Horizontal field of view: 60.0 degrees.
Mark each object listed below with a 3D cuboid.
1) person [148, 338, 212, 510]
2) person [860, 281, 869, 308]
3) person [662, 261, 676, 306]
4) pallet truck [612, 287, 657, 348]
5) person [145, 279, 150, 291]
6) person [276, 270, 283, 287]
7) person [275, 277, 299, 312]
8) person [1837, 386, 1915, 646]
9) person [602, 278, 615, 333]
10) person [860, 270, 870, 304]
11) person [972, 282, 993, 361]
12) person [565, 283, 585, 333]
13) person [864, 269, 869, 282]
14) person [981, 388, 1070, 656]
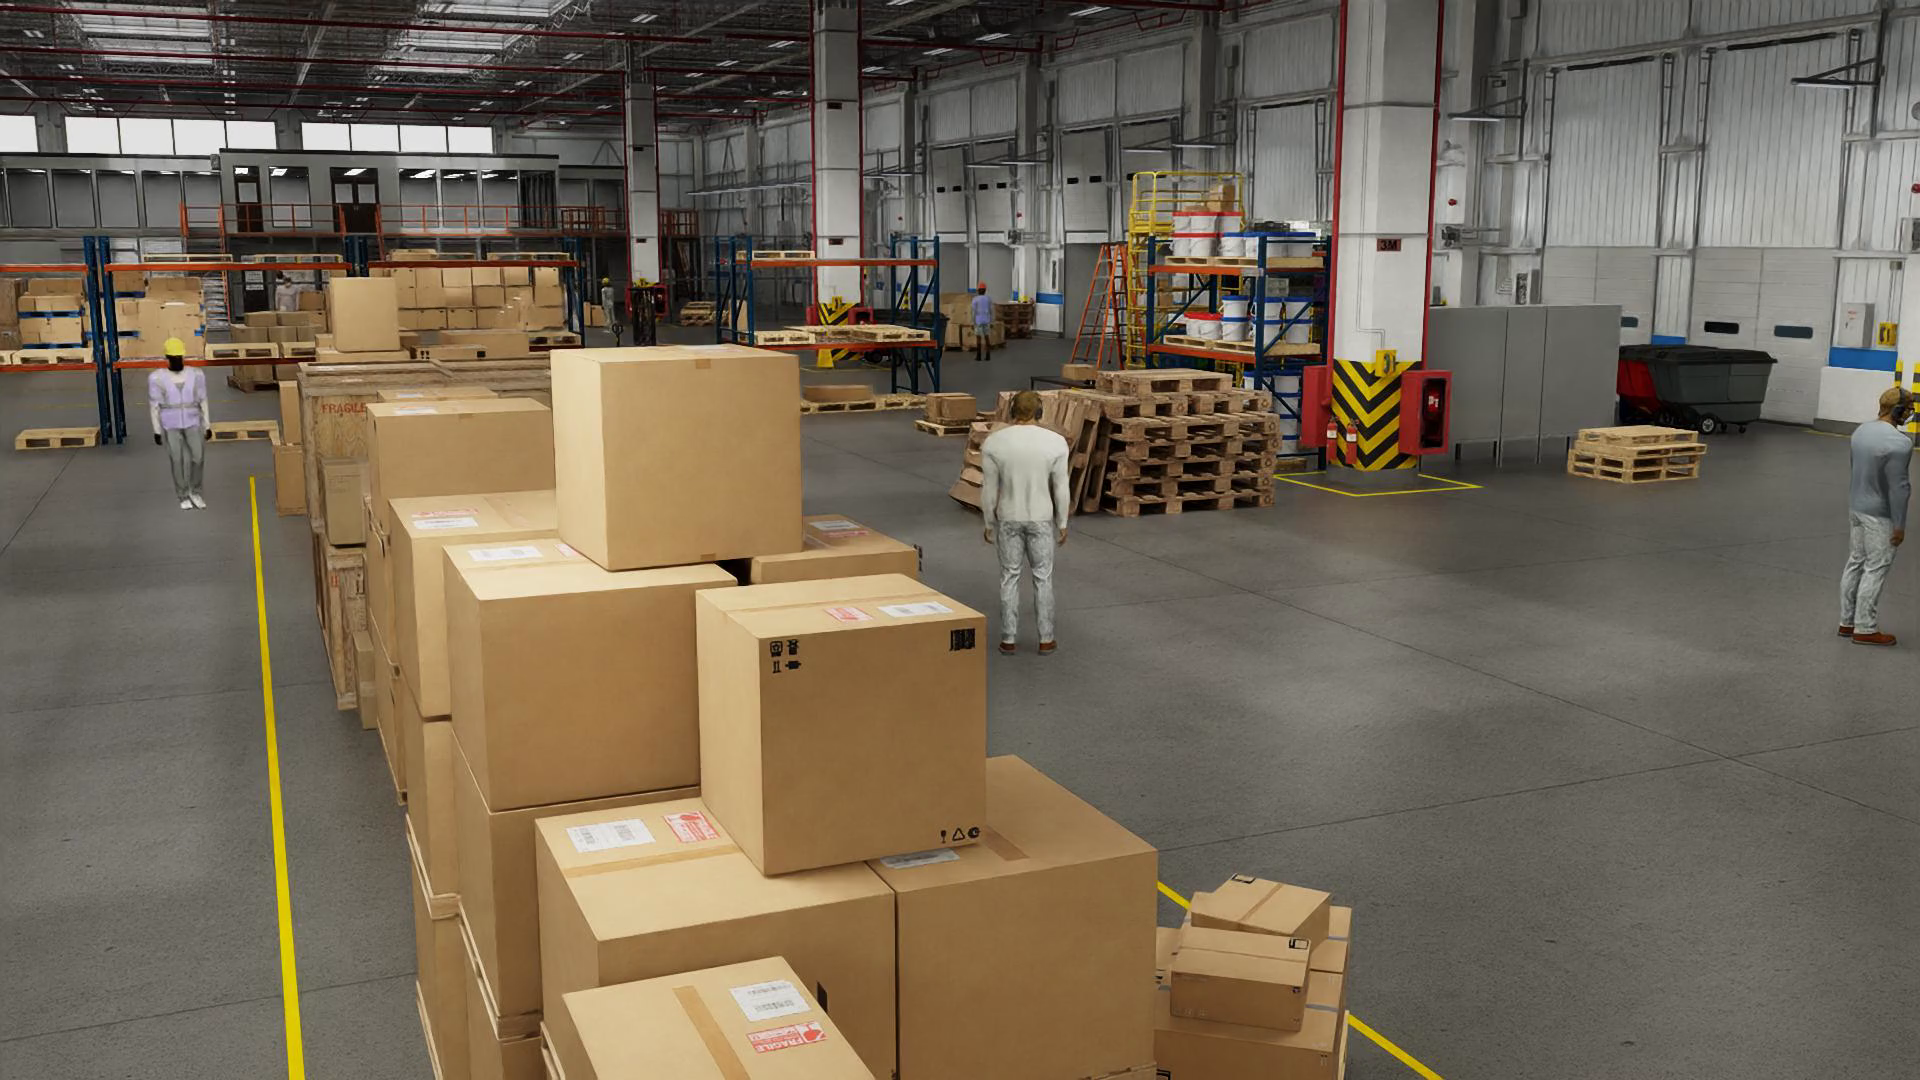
[{"bbox_3d":[-8.566,-1.264,18.321,0.623,1.905,0.610,-7,12,-33],"label":"person"},{"bbox_3d":[-2.996,-6.771,48.912,0.634,1.826,0.712,-2,10,-9],"label":"person"},{"bbox_3d":[-12.986,-11.426,74.135,0.612,1.986,0.407,-1,10,-3],"label":"person"},{"bbox_3d":[-6.464,-4.406,35.401,0.823,1.965,1.885,6,12,32],"label":"pallet truck"},{"bbox_3d":[-24.261,-6.877,49.493,0.550,1.821,0.730,-10,14,-43],"label":"person"},{"bbox_3d":[-23.890,-8.531,58.449,0.356,1.885,0.572,-2,11,-13],"label":"person"},{"bbox_3d":[-19.940,-6.871,49.320,0.659,1.894,0.909,-5,11,-24],"label":"person"},{"bbox_3d":[6.781,-0.172,12.279,0.390,1.928,0.636,0,10,-2],"label":"person"},{"bbox_3d":[-11.254,-7.487,53.084,0.308,1.744,0.485,7,12,33],"label":"person"},{"bbox_3d":[-3.403,-8.277,56.964,0.616,1.922,0.880,2,11,13],"label":"person"},{"bbox_3d":[0.542,-5.372,40.896,0.551,1.934,0.373,-3,11,-16],"label":"person"},{"bbox_3d":[-10.250,-5.928,44.272,0.640,1.828,0.585,9,13,40],"label":"person"},{"bbox_3d":[-3.455,-8.742,59.503,0.586,1.925,0.369,-10,14,-43],"label":"person"},{"bbox_3d":[0.472,-0.124,11.969,0.635,1.936,0.354,1,10,5],"label":"person"}]
